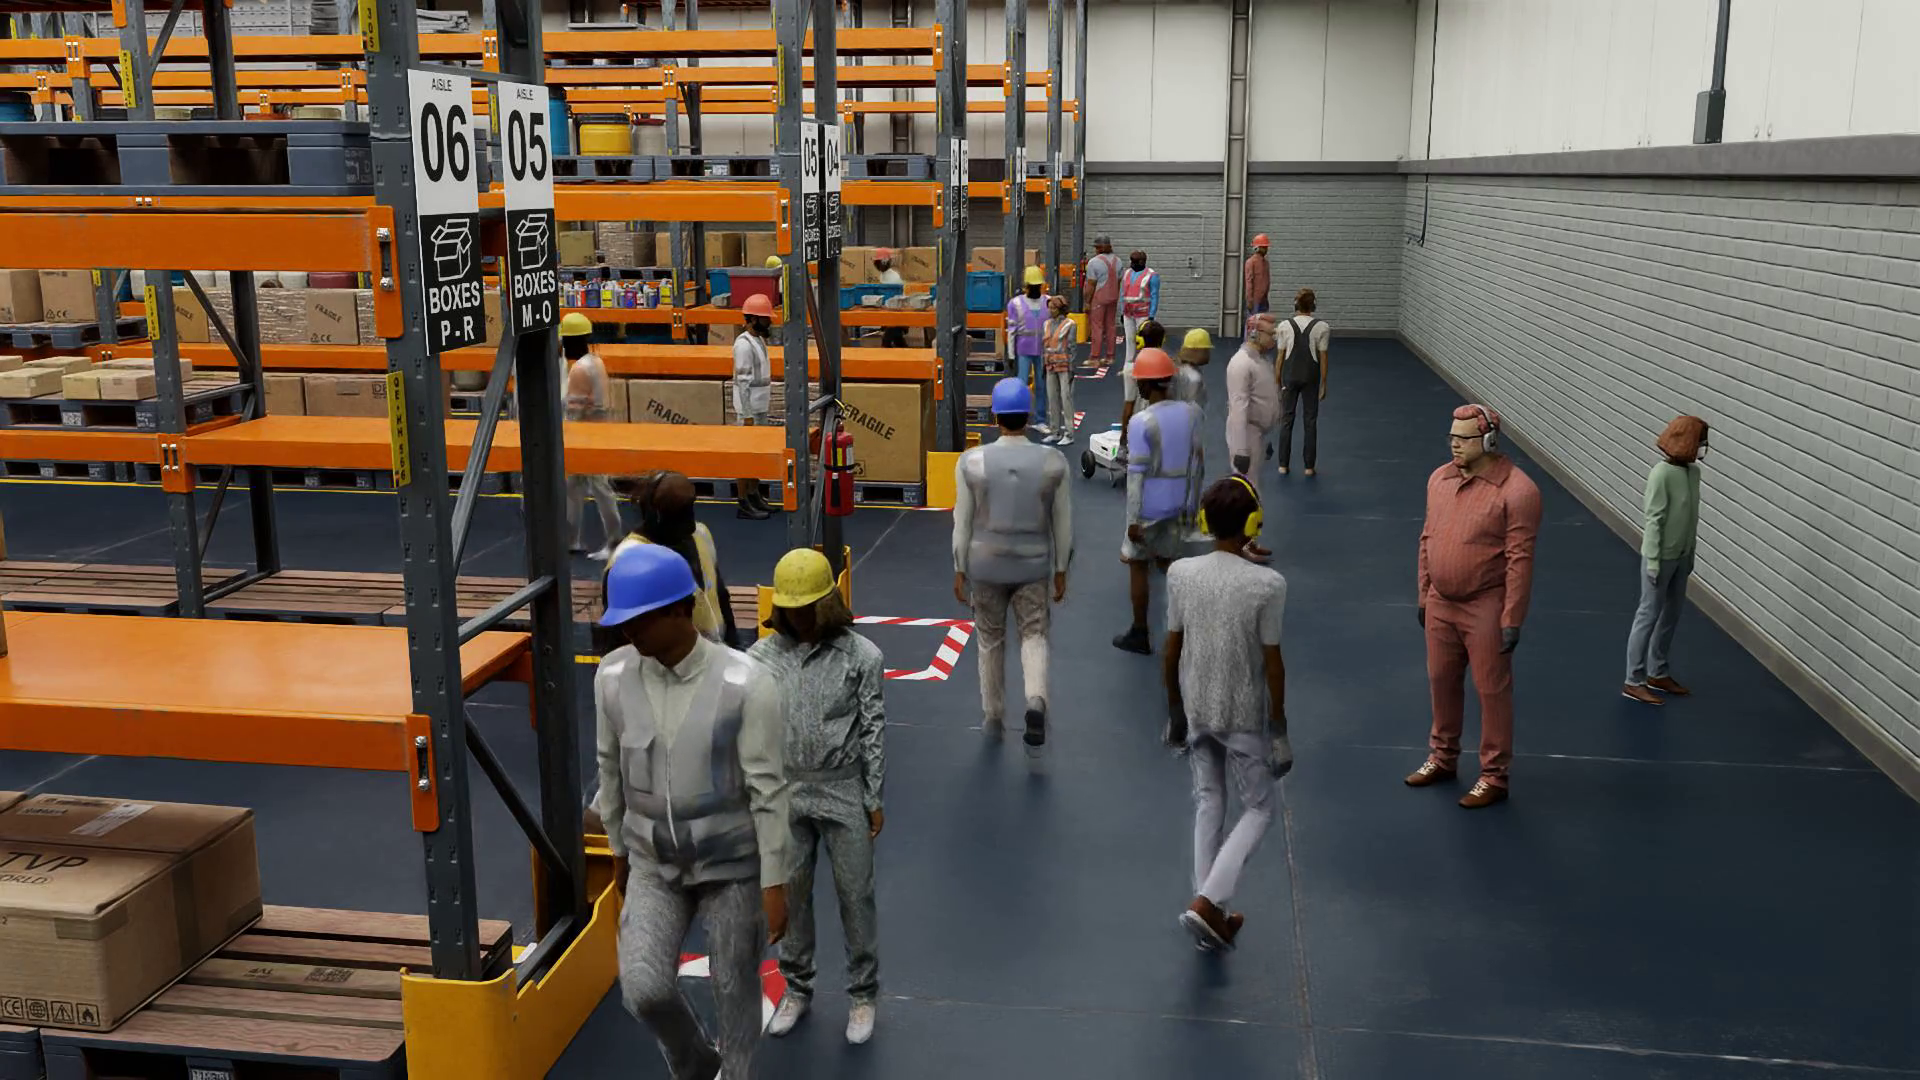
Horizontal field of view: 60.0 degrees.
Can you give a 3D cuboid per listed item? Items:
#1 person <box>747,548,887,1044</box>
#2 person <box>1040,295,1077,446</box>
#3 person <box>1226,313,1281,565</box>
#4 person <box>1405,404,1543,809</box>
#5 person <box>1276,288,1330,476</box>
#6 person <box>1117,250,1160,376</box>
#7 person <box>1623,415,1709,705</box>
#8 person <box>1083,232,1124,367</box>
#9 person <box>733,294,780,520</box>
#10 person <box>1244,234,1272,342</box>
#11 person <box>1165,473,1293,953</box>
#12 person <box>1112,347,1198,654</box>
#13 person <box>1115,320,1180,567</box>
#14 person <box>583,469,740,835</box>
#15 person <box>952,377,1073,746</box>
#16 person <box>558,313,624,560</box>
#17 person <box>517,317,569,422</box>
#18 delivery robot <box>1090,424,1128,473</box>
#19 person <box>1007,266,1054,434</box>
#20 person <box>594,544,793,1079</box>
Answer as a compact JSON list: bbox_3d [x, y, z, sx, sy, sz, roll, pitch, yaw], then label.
[{"bbox_3d":[-0.495,0.868,5.659,0.491,1.733,0.317,2,13,9],"label":"person"},{"bbox_3d":[1.084,-1.858,18.190,0.320,1.630,0.528,-10,16,-39],"label":"person"},{"bbox_3d":[2.244,-0.780,12.740,0.399,1.896,0.660,6,14,24],"label":"person"},{"bbox_3d":[2.388,0.306,7.831,0.398,1.900,0.649,-8,15,-32],"label":"person"},{"bbox_3d":[3.345,-1.538,16.289,0.503,1.839,0.344,4,13,17],"label":"person"},{"bbox_3d":[2.567,-3.264,24.077,0.619,1.839,0.430,11,17,42],"label":"person"},{"bbox_3d":[3.991,0.105,9.353,0.503,1.628,0.279,-10,16,-39],"label":"person"},{"bbox_3d":[2.140,-3.691,25.534,0.682,2.000,0.537,-11,16,-40],"label":"person"},{"bbox_3d":[-1.743,-1.143,14.299,0.388,1.928,0.550,2,13,10],"label":"person"},{"bbox_3d":[4.650,-3.757,25.934,0.381,1.994,0.622,9,15,36],"label":"person"},{"bbox_3d":[0.996,0.678,6.237,0.544,1.853,0.465,10,16,37],"label":"person"},{"bbox_3d":[1.247,-0.210,10.105,0.560,1.916,0.656,-10,16,-38],"label":"person"},{"bbox_3d":[1.447,-0.727,12.594,0.517,1.855,0.341,-8,15,-31],"label":"person"},{"bbox_3d":[-1.256,0.560,6.931,0.978,1.792,0.629,4,13,17],"label":"person"},{"bbox_3d":[0.270,0.140,8.509,0.616,1.931,0.622,-1,13,-3],"label":"person"},{"bbox_3d":[-2.940,-0.769,12.674,0.815,1.897,0.593,-1,13,-4],"label":"person"},{"bbox_3d":[-3.371,-0.955,13.729,0.538,1.803,0.597,3,13,12],"label":"person"},{"bbox_3d":[1.507,-0.875,15.990,0.477,0.478,0.707,-3,13,-14],"label":"delivery robot"},{"bbox_3d":[0.833,-2.137,18.823,0.600,1.913,0.405,-3,13,-15],"label":"person"},{"bbox_3d":[-0.773,0.942,4.882,0.643,1.918,0.438,2,13,11],"label":"person"}]
